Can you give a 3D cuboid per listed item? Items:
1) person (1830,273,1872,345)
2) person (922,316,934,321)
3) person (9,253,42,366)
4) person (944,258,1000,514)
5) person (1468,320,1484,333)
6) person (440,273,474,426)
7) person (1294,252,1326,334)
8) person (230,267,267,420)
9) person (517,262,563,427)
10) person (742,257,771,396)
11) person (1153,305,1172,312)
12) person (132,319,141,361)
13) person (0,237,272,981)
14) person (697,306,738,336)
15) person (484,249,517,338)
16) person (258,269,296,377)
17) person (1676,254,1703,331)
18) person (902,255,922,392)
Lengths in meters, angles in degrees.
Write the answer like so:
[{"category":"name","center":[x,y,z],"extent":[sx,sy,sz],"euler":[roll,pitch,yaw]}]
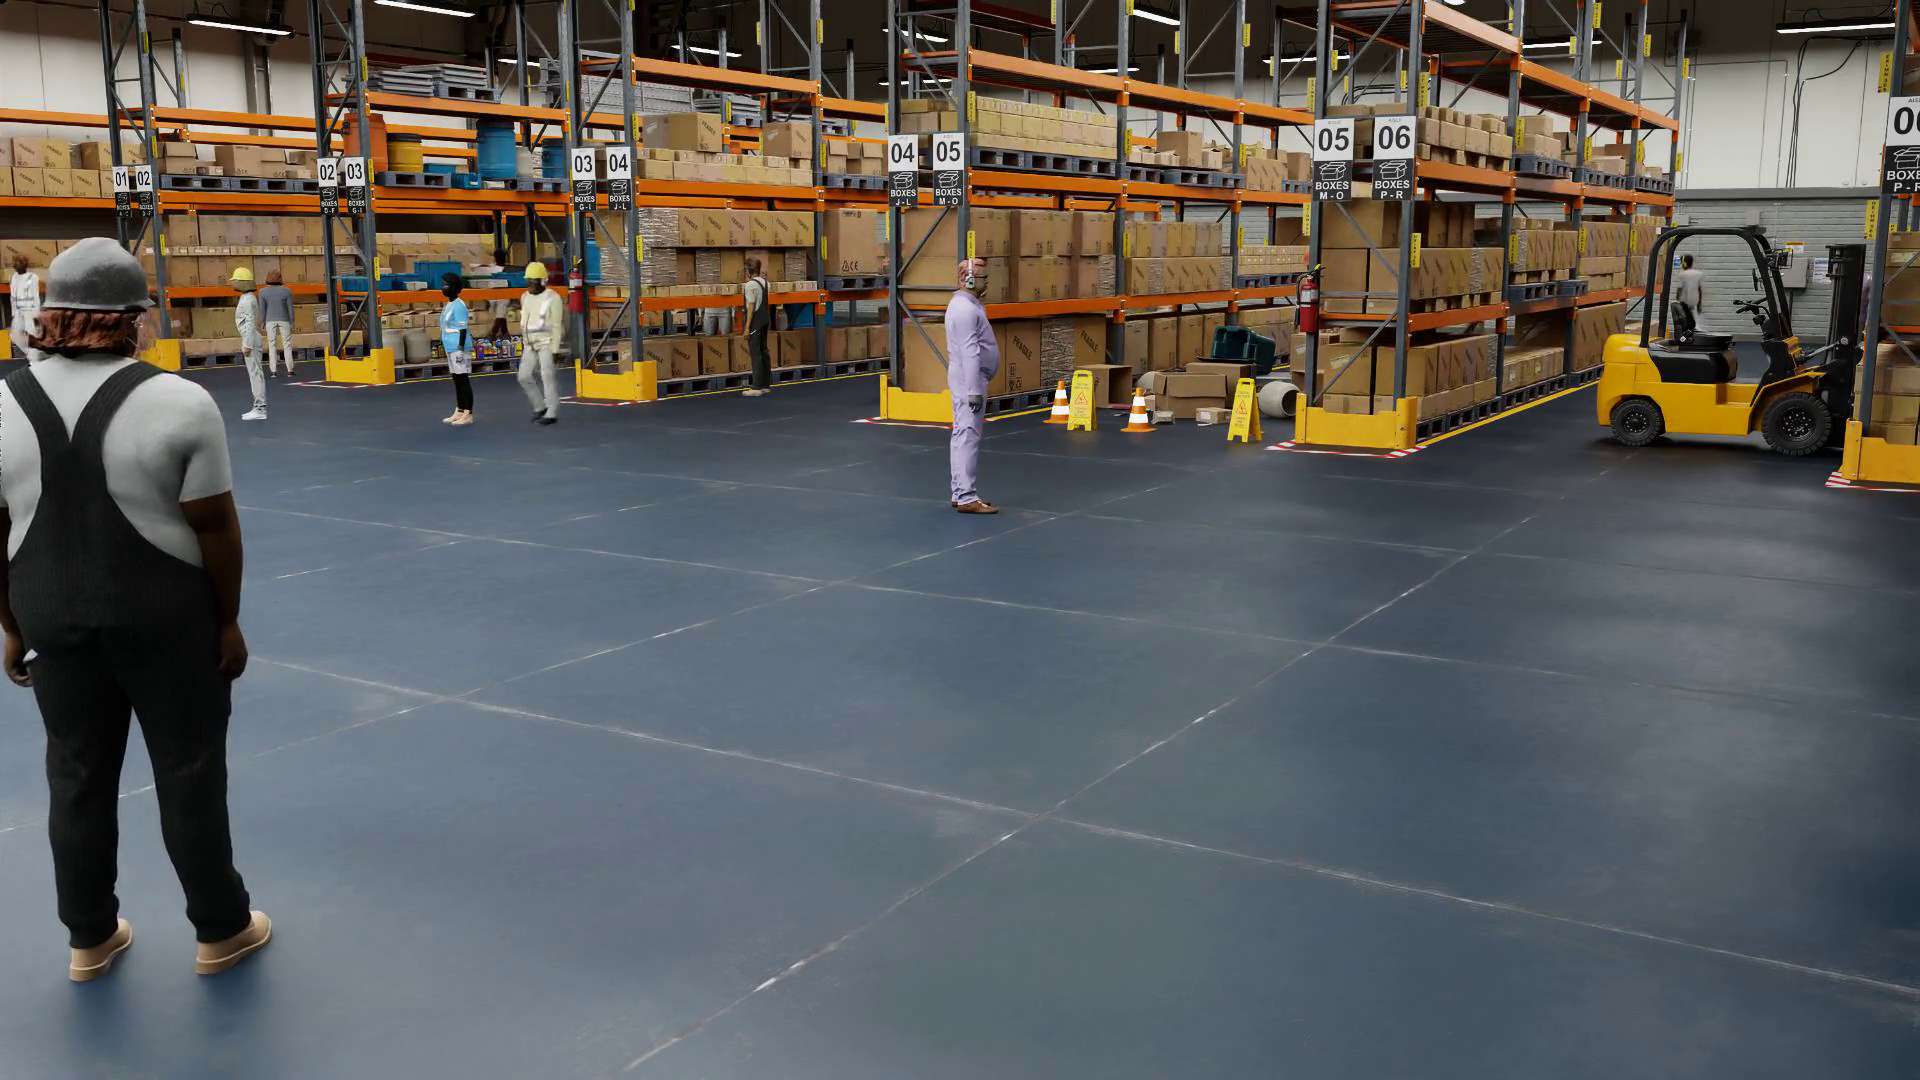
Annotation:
[{"category":"person","center":[12.785,-3.179,23.856],"extent":[0.582,1.918,0.405],"euler":[6,12,28]},{"category":"person","center":[-0.557,-3.046,22.753],"extent":[0.396,2.038,0.614],"euler":[-1,10,-4]},{"category":"person","center":[-14.564,-3.520,25.889],"extent":[0.600,1.865,0.415],"euler":[4,11,20]},{"category":"person","center":[0.095,-1.155,12.536],"extent":[0.410,1.909,0.643],"euler":[-1,10,-6]},{"category":"person","center":[10.260,-4.777,32.858],"extent":[0.559,1.904,0.952],"euler":[-4,11,-22]},{"category":"person","center":[-5.606,-2.117,18.510],"extent":[0.321,1.697,0.530],"euler":[-6,12,-31]},{"category":"person","center":[4.977,-3.139,23.555],"extent":[0.543,1.941,0.353],"euler":[8,13,38]},{"category":"person","center":[-8.203,-2.259,19.172],"extent":[0.298,1.745,0.484],"euler":[-4,11,-20]},{"category":"person","center":[-4.622,-2.143,18.311],"extent":[0.620,1.812,0.434],"euler":[6,12,32]},{"category":"person","center":[-2.713,-2.833,22.111],"extent":[0.345,1.844,0.507],"euler":[4,11,23]},{"category":"person","center":[3.595,-3.967,29.132],"extent":[0.514,1.607,0.785],"euler":[8,13,36]},{"category":"person","center":[-9.101,-2.078,17.810],"extent":[0.797,1.873,0.652],"euler":[-3,11,-17]},{"category":"person","center":[-2.295,0.195,4.595],"extent":[0.676,2.000,0.536],"euler":[-1,10,-3]},{"category":"person","center":[-3.683,-3.438,25.277],"extent":[0.633,1.932,0.372],"euler":[0,10,0]},{"category":"person","center":[-8.643,-4.488,31.180],"extent":[0.621,1.923,1.001],"euler":[5,11,28]},{"category":"person","center":[-10.360,-3.289,25.252],"extent":[0.498,1.634,0.280],"euler":[-3,11,-17]},{"category":"person","center":[13.195,-4.250,30.047],"extent":[0.542,1.839,0.630],"euler":[0,10,-2]},{"category":"person","center":[-0.594,-2.840,21.966],"extent":[0.572,1.904,0.900],"euler":[8,13,39]}]
